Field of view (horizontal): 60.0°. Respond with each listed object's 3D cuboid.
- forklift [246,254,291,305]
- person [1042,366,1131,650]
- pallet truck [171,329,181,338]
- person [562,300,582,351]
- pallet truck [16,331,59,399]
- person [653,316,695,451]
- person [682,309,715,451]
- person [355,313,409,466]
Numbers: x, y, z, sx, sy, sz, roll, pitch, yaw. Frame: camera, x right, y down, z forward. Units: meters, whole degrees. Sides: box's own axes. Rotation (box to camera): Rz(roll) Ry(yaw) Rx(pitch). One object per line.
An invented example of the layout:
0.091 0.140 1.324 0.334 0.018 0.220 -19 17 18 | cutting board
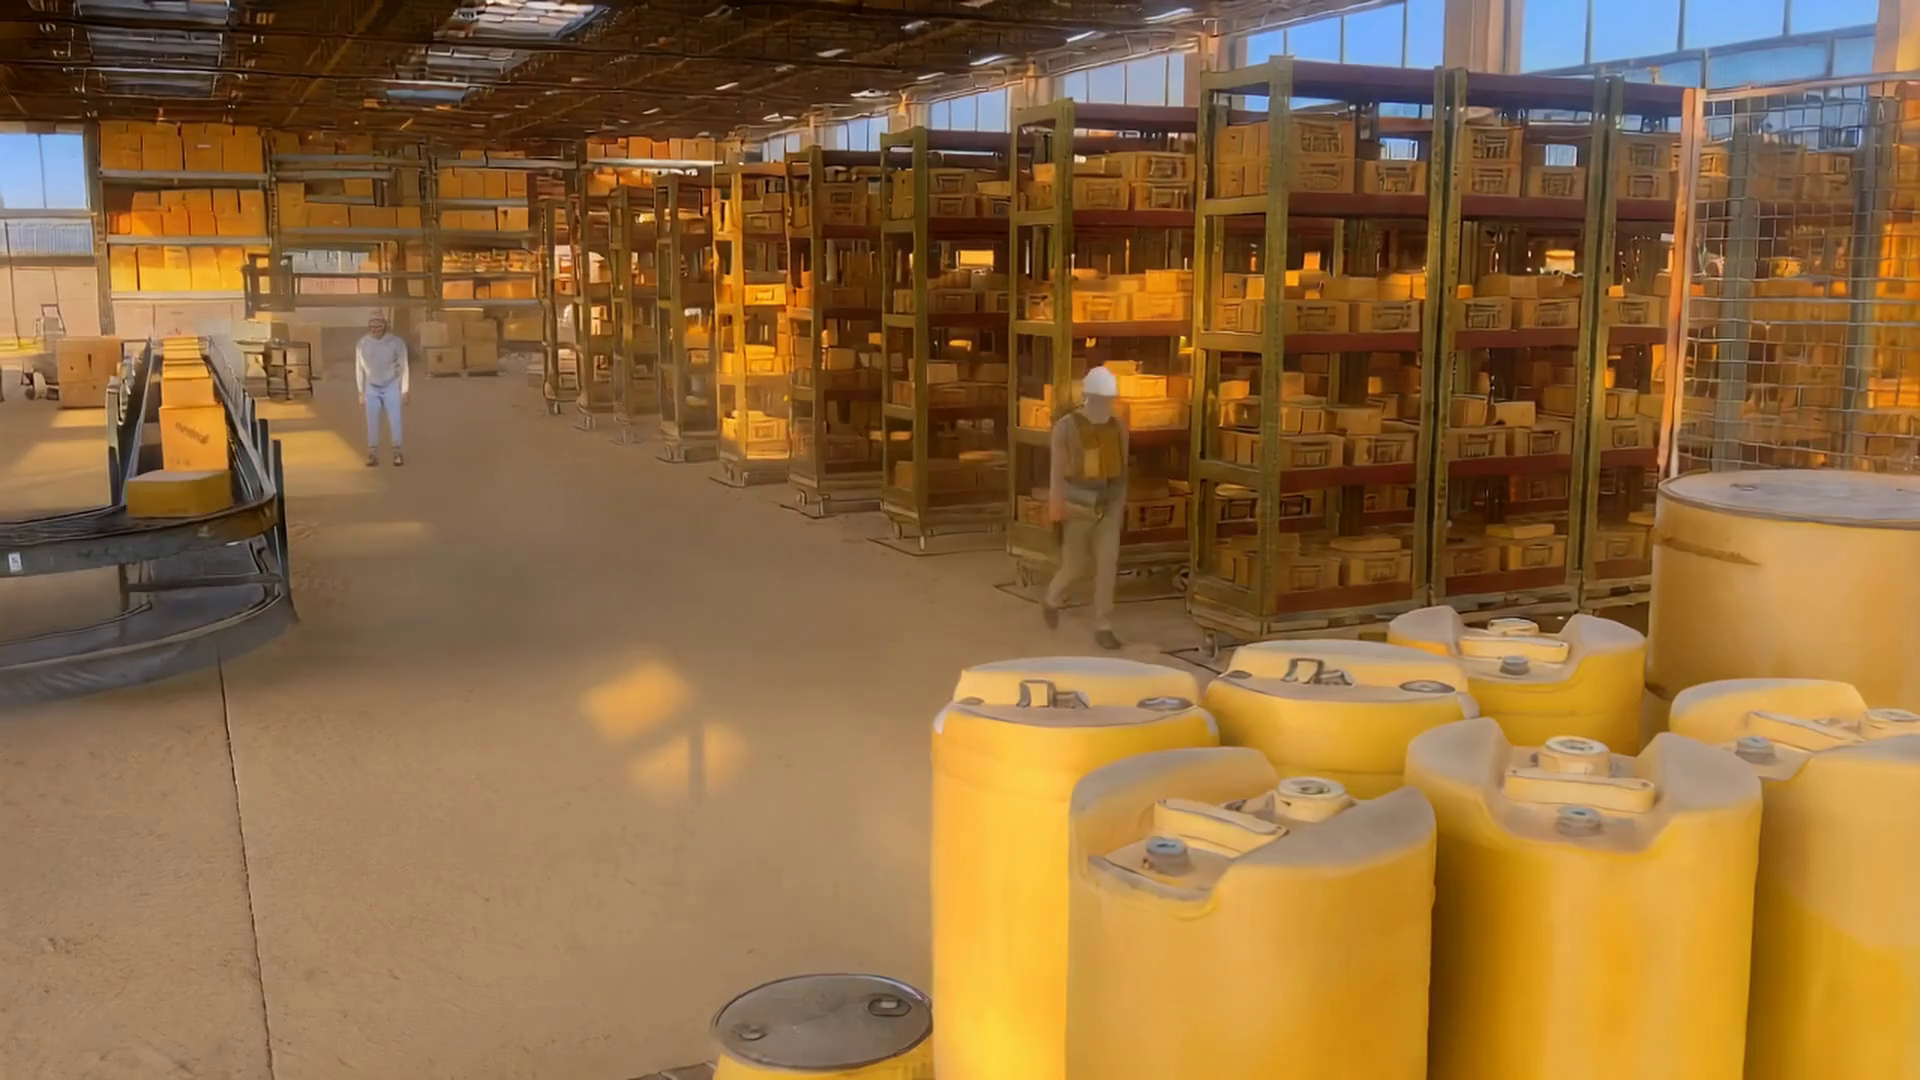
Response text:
-16.141 -5.309 39.029 1.129 2.768 1.873 -3 10 -16 | forklift
0.819 -0.219 10.731 0.606 1.814 0.631 -4 10 -25 | person
-17.275 -3.851 35.096 1.601 1.201 0.680 0 9 1 | pallet truck
-9.380 -5.057 40.382 0.605 1.940 0.408 4 10 21 | person
-17.082 -3.353 31.781 1.630 1.274 0.653 -4 10 -25 | pallet truck
-3.810 -2.097 22.376 0.495 1.816 0.627 0 9 -1 | person
-3.606 -2.203 22.492 0.613 1.994 0.395 8 12 39 | person
-7.195 -1.868 20.705 0.643 1.905 0.400 -1 9 -3 | person
